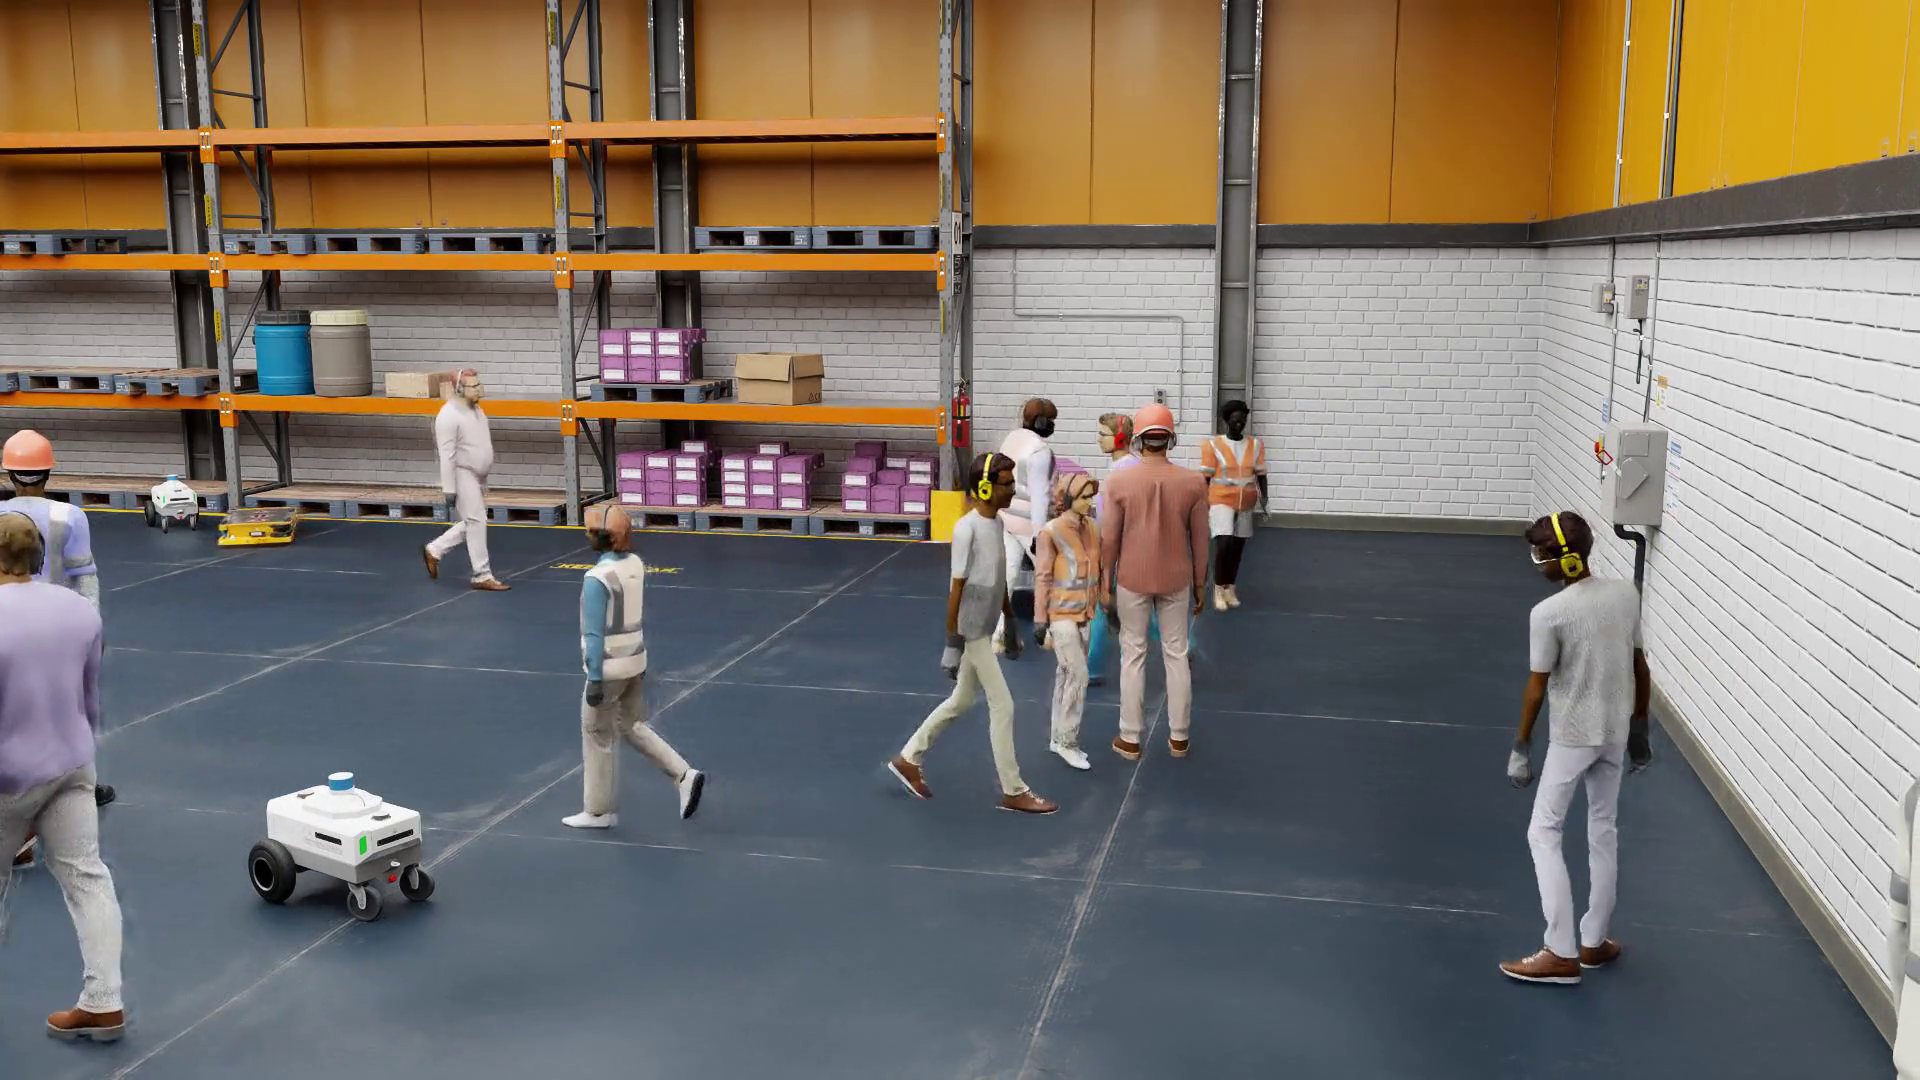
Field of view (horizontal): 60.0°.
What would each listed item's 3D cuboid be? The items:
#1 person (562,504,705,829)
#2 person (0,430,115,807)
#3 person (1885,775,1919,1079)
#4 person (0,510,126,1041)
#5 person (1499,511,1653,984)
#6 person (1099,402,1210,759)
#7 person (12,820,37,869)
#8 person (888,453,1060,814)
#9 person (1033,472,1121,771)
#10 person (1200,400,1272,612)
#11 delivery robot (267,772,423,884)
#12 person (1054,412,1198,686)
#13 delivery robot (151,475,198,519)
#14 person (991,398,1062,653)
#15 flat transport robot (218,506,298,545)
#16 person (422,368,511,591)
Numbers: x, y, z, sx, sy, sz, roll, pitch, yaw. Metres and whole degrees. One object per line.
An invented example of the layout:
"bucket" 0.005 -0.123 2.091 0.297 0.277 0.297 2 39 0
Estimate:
"person" -1.618 0.626 8.047 0.631 1.617 0.517 3 10 14
"person" -4.575 0.419 8.313 0.551 1.941 0.340 -1 10 -7
"person" 2.230 1.169 3.576 0.394 2.044 0.609 0 10 1
"person" -3.403 0.840 5.980 1.004 1.886 0.649 4 10 21
"person" 2.409 0.796 6.434 0.655 1.833 0.340 -3 10 -17
"person" 1.074 0.230 9.286 0.622 1.990 0.402 -1 10 -5
"person" -4.424 0.609 7.455 0.408 1.847 0.566 -2 10 -12
"person" 0.044 0.458 8.430 0.911 1.834 0.535 3 10 17
"person" 0.675 0.443 9.114 0.543 1.623 0.525 8 12 39
"person" 2.182 -0.266 13.125 0.546 1.674 0.558 -3 10 -16
"delivery robot" -2.668 1.252 7.207 0.707 0.478 0.477 6 12 33
"person" 1.095 0.072 10.776 0.866 1.810 0.572 2 10 9
"delivery robot" -8.120 -0.433 17.184 0.477 0.478 0.707 -6 12 -33
"person" 0.543 -0.101 11.779 0.773 1.805 0.655 -5 11 -29
"flat transport robot" -7.020 -0.157 16.667 0.652 0.197 1.431 -3 10 -19
"person" -4.199 -0.508 13.987 0.787 1.880 0.653 2 10 9
